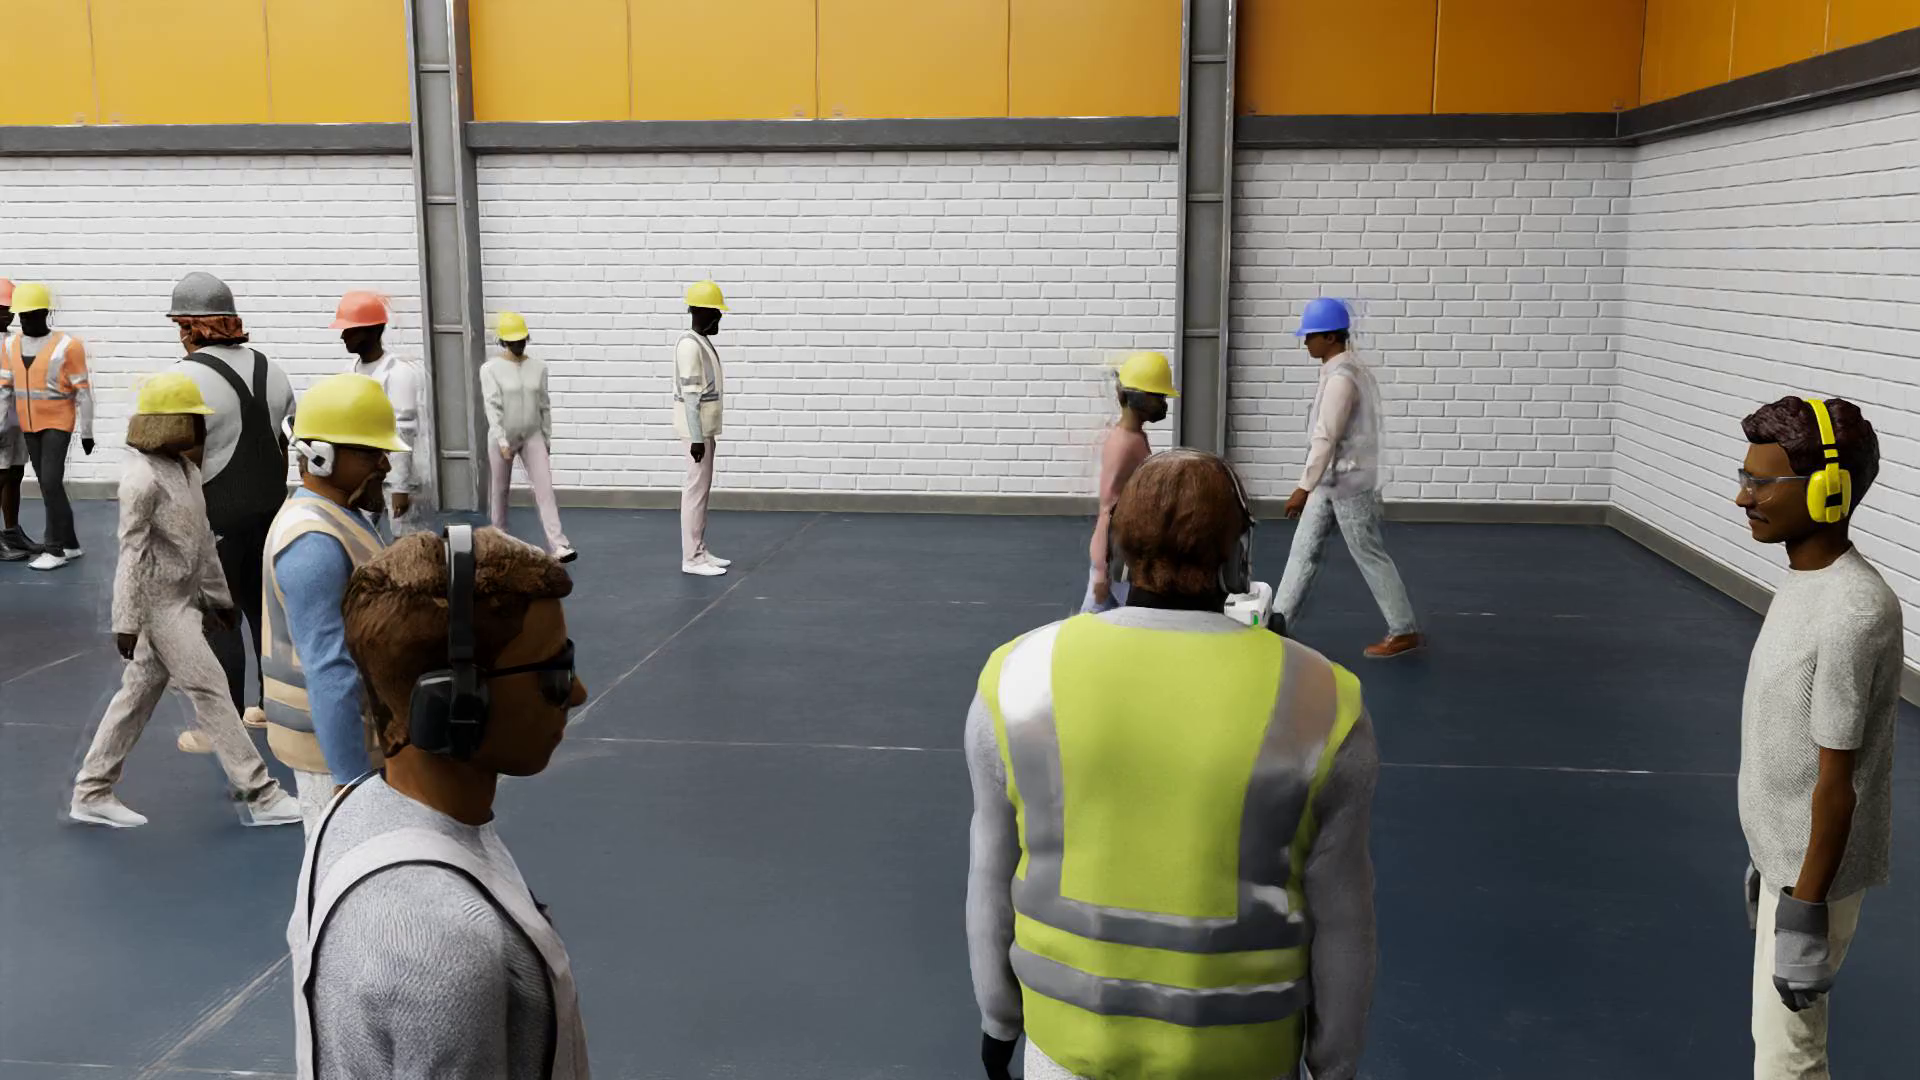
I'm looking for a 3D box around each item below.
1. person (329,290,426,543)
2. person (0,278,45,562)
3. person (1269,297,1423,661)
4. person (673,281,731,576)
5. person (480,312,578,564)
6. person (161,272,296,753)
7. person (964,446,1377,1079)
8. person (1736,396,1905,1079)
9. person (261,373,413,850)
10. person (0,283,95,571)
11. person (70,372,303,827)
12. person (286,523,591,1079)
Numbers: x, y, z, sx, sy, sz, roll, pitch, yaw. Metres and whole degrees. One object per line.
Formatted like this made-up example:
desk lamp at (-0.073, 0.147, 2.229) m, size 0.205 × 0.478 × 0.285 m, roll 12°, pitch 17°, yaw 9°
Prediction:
person at (-3.021, -0.338, 8.696) m, size 0.559 × 1.916 × 0.455 m, roll 6°, pitch 12°, yaw 32°
person at (-6.543, -0.825, 11.438) m, size 0.370 × 1.933 × 0.550 m, roll 0°, pitch 10°, yaw -2°
person at (1.958, -0.297, 8.617) m, size 0.979 × 1.891 × 0.609 m, roll 1°, pitch 10°, yaw 6°
person at (-1.682, -0.733, 10.938) m, size 0.382 × 1.922 × 0.594 m, roll 0°, pitch 10°, yaw -2°
person at (-2.930, -0.664, 11.158) m, size 0.531 × 1.704 × 0.952 m, roll -9°, pitch 13°, yaw -40°
person at (-3.183, -0.121, 7.105) m, size 0.536 × 2.000 × 0.688 m, roll 3°, pitch 10°, yaw 19°
person at (0.321, 0.769, 2.620) m, size 0.636 × 1.835 × 0.429 m, roll 3°, pitch 10°, yaw 15°
person at (1.599, 0.651, 3.214) m, size 0.334 × 1.860 × 0.509 m, roll 4°, pitch 11°, yaw 21°
person at (-1.524, 0.497, 4.185) m, size 0.404 × 1.825 × 0.587 m, roll -3°, pitch 10°, yaw -19°
person at (-6.175, -0.747, 11.079) m, size 0.608 × 1.901 × 0.716 m, roll 3°, pitch 10°, yaw 15°
person at (-2.869, 0.234, 6.065) m, size 0.920 × 1.689 × 0.499 m, roll -1°, pitch 10°, yaw -8°
person at (-0.546, 0.894, 1.857) m, size 0.329 × 1.842 × 0.517 m, roll -5°, pitch 11°, yaw -27°
